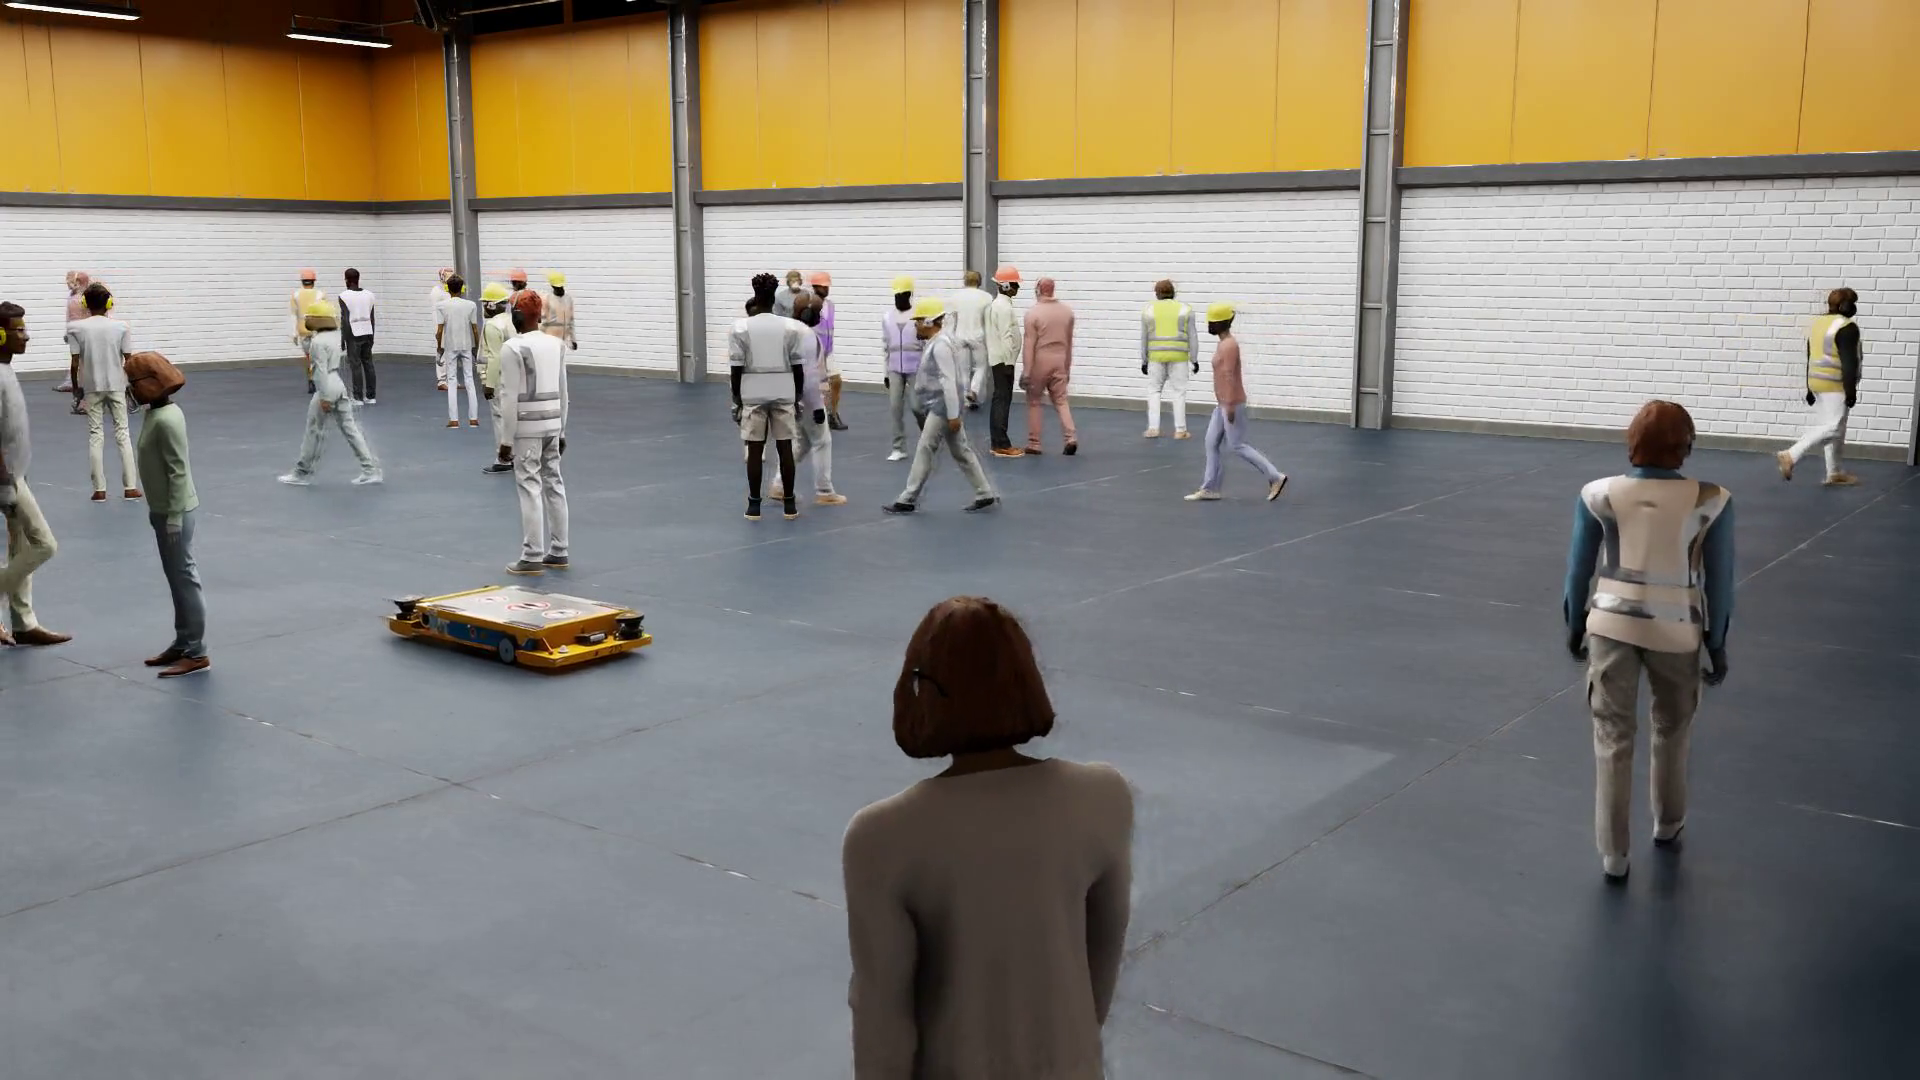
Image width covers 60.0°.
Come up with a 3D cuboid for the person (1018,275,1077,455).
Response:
[{"bbox_3d":[0.917,-1.811,17.486,0.655,1.939,0.512,-7,12,-34],"label":"person"}]

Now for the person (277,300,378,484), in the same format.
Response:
[{"bbox_3d":[-5.788,-1.340,15.215,0.923,1.690,0.496,1,10,4],"label":"person"}]

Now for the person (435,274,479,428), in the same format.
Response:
[{"bbox_3d":[-6.120,-2.296,20.268,0.535,1.869,0.312,-5,11,-26],"label":"person"}]

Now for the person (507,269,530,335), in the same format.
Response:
[{"bbox_3d":[-6.799,-3.190,25.422,0.985,1.897,0.559,-1,10,-7],"label":"person"}]

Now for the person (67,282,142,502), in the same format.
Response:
[{"bbox_3d":[-7.319,-1.260,14.239,0.532,1.870,0.319,-5,11,-25],"label":"person"}]

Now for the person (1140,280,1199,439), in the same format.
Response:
[{"bbox_3d":[2.397,-2.052,19.067,0.693,1.823,0.433,3,10,14],"label":"person"}]

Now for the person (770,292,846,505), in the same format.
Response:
[{"bbox_3d":[-1.248,-1.162,13.873,0.642,1.801,0.682,-5,11,-27],"label":"person"}]

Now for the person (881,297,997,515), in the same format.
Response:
[{"bbox_3d":[-0.136,-1.073,13.451,0.955,1.775,0.603,0,10,0],"label":"person"}]

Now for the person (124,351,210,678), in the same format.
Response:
[{"bbox_3d":[-3.983,-0.132,8.355,0.285,1.633,0.498,-6,12,-33],"label":"person"}]

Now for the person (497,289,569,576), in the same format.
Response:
[{"bbox_3d":[-2.814,-0.708,10.988,0.340,1.883,0.589,5,11,26],"label":"person"}]

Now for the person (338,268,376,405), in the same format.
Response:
[{"bbox_3d":[-8.478,-2.862,23.422,0.391,1.919,0.593,5,11,26],"label":"person"}]

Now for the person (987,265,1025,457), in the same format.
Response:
[{"bbox_3d":[0.476,-1.864,17.388,0.381,1.994,0.617,-1,10,-7],"label":"person"}]

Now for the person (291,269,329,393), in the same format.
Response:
[{"bbox_3d":[-9.956,-3.203,25.525,0.551,1.893,0.983,-1,10,-4],"label":"person"}]

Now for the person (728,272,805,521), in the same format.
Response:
[{"bbox_3d":[-1.529,-1.131,13.205,0.603,1.966,0.368,-2,10,-12],"label":"person"}]

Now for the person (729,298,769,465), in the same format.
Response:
[{"bbox_3d":[-2.023,-1.570,16.615,0.557,1.656,0.819,-2,10,-9],"label":"person"}]

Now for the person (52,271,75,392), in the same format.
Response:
[{"bbox_3d":[-13.613,-3.232,25.774,0.677,1.857,0.992,8,13,40],"label":"person"}]

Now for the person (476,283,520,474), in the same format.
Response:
[{"bbox_3d":[-4.447,-1.551,16.038,0.404,1.833,0.592,1,10,4],"label":"person"}]

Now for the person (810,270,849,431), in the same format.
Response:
[{"bbox_3d":[-1.600,-2.225,19.706,0.723,1.911,0.583,8,13,40],"label":"person"}]

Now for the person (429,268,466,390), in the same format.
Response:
[{"bbox_3d":[-7.970,-3.280,25.919,0.401,1.903,0.644,2,10,13],"label":"person"}]

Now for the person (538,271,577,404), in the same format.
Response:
[{"bbox_3d":[-5.797,-2.884,23.706,0.737,1.882,0.641,5,11,29],"label":"person"}]

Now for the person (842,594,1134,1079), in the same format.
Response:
[{"bbox_3d":[0.064,0.878,2.617,0.488,1.586,0.874,-2,10,-13],"label":"person"}]

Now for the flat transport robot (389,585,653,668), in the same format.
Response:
[{"bbox_3d":[-2.388,0.442,8.978,1.431,0.197,0.652,8,12,37],"label":"flat transport robot"}]

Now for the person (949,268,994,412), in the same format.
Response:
[{"bbox_3d":[0.136,-2.639,22.125,0.641,1.927,0.508,3,10,17],"label":"person"}]

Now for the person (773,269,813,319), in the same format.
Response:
[{"bbox_3d":[-2.336,-2.869,23.509,0.639,1.915,0.902,-4,11,-25],"label":"person"}]

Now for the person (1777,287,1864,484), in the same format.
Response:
[{"bbox_3d":[7.881,-1.389,15.147,0.742,1.818,0.631,1,10,4],"label":"person"}]

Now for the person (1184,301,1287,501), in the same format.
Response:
[{"bbox_3d":[2.360,-1.168,14.125,0.784,1.728,0.560,0,10,2],"label":"person"}]

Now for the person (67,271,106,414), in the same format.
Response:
[{"bbox_3d":[-11.450,-2.587,21.893,0.593,1.890,0.662,1,10,5],"label":"person"}]

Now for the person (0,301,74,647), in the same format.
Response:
[{"bbox_3d":[-5.028,-0.328,8.833,0.412,1.860,0.544,-5,11,-25],"label":"person"}]

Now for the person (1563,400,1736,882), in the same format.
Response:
[{"bbox_3d":[2.376,0.321,5.755,0.541,1.606,0.758,5,11,25],"label":"person"}]

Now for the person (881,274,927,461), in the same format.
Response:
[{"bbox_3d":[-0.525,-1.780,17.160,0.597,1.908,0.634,4,11,22],"label":"person"}]
